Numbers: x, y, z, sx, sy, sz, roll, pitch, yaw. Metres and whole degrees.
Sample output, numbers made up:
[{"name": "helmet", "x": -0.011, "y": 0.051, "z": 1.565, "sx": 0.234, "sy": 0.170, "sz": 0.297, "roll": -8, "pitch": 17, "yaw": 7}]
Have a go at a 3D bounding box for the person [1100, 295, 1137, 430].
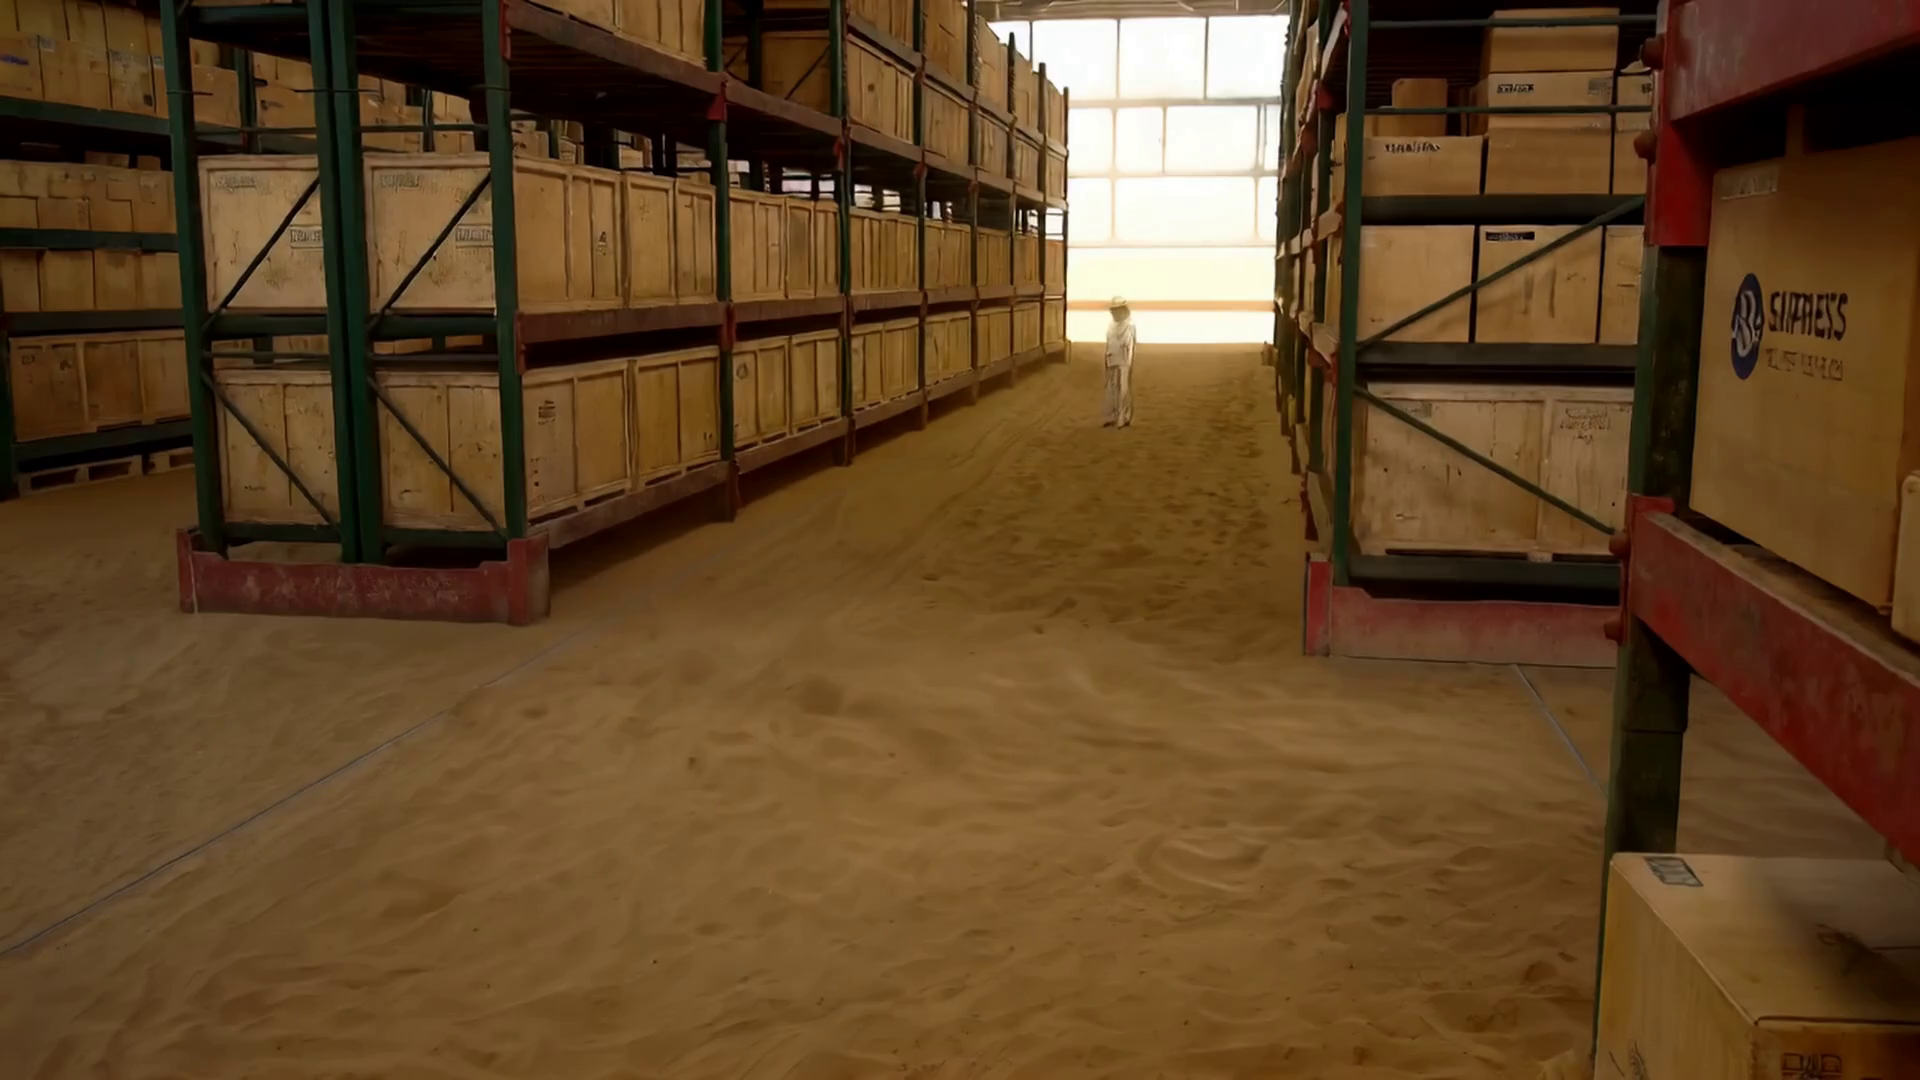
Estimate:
[{"name": "person", "x": 2.035, "y": -2.272, "z": 21.331, "sx": 0.311, "sy": 1.735, "sz": 0.483, "roll": -7, "pitch": 12, "yaw": -39}]
